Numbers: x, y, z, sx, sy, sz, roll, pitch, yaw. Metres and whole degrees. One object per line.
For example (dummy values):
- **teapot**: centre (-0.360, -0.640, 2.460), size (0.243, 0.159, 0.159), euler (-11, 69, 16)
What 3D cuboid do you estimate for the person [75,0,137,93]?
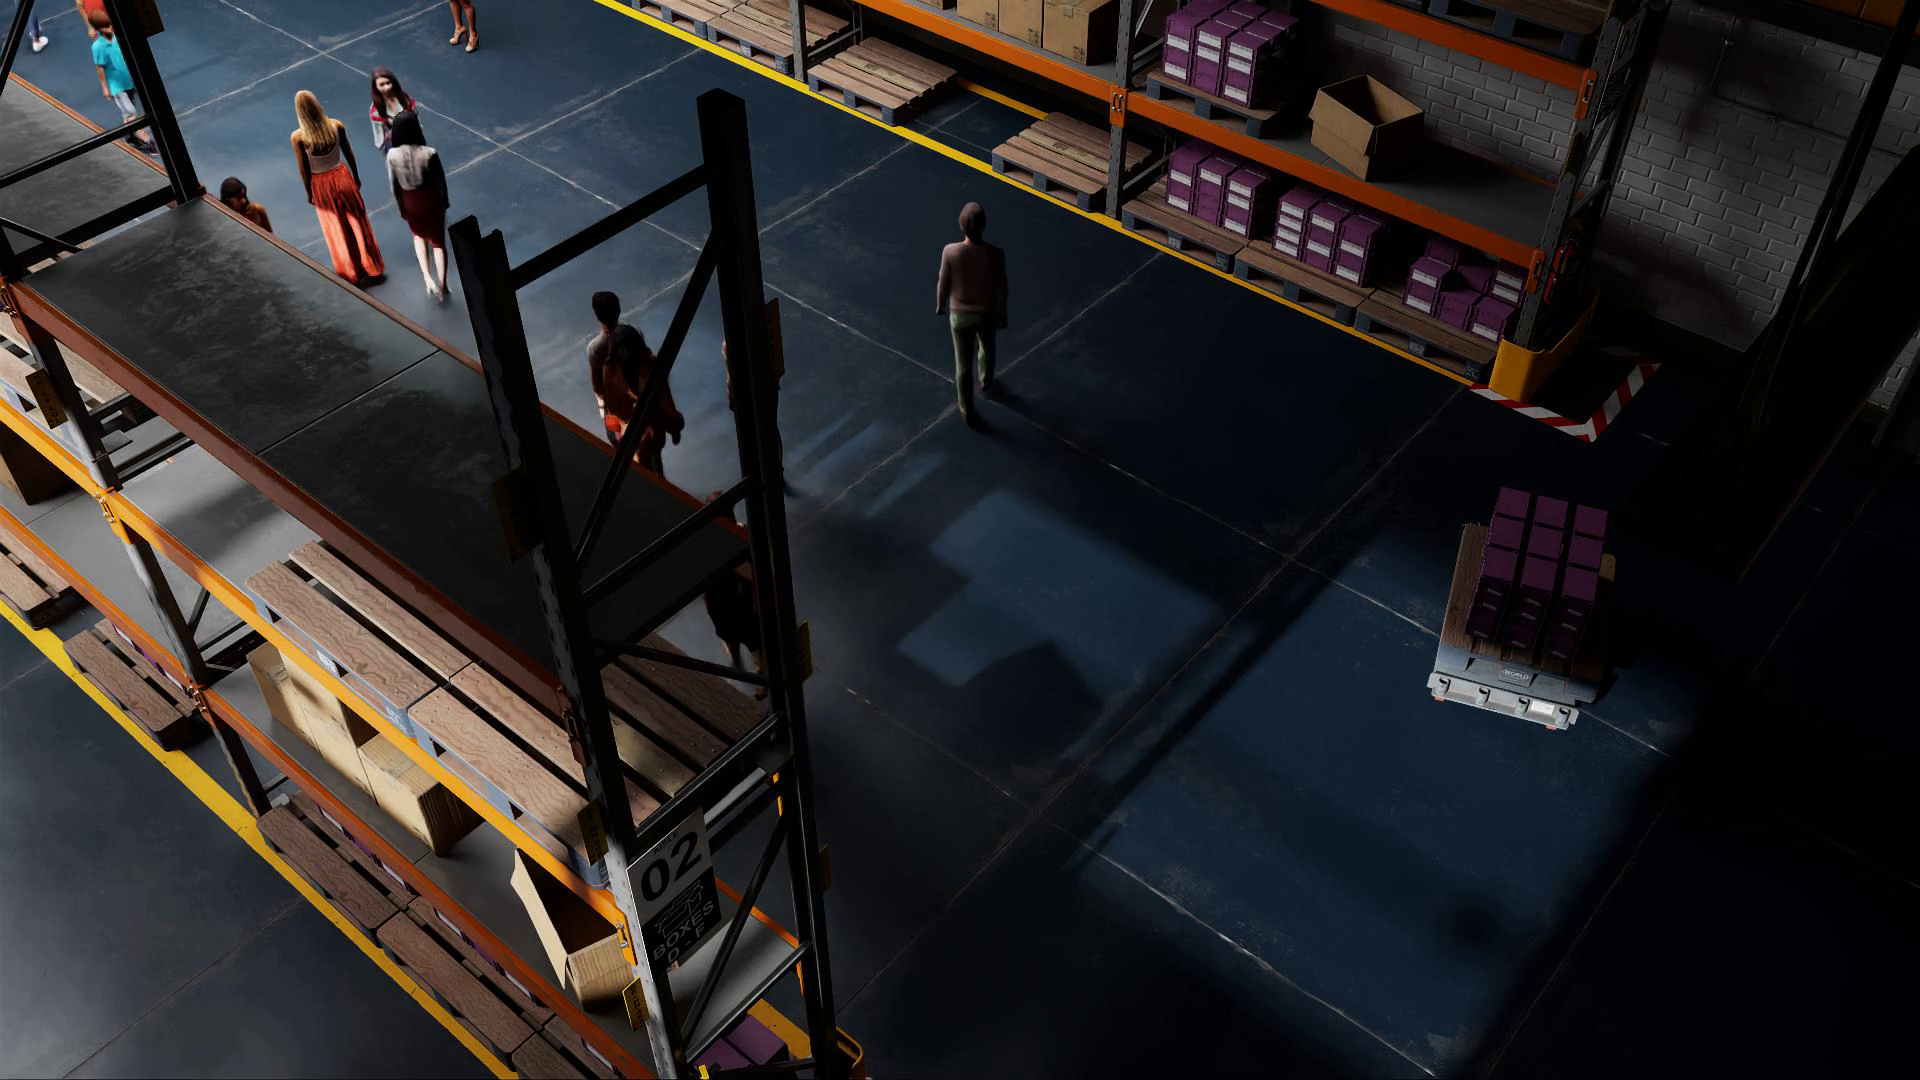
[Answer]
- **person**: centre (-8.480, -5.187, 16.462), size (0.514, 1.721, 0.570), euler (29, 51, 27)

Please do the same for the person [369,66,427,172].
- **person**: centre (-4.949, -3.469, 14.748), size (0.705, 1.598, 0.894), euler (-28, 50, -26)

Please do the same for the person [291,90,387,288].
- **person**: centre (-5.298, -2.965, 14.070), size (0.692, 1.802, 0.669), euler (-25, 49, -24)

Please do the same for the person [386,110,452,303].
- **person**: centre (-4.458, -2.707, 13.845), size (0.710, 1.740, 0.768), euler (-5, 44, -5)

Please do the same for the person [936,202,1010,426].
- **person**: centre (0.102, -1.662, 12.667), size (1.023, 1.852, 1.076), euler (-3, 44, -3)

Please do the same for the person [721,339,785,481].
- **person**: centre (-1.492, -1.052, 12.068), size (0.646, 1.793, 0.633), euler (-25, 49, -24)

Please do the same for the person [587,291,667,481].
- **person**: centre (-2.422, -1.042, 12.133), size (0.863, 1.690, 1.186), euler (-22, 48, -21)

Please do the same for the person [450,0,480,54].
- **person**: centre (-5.274, -5.880, 17.248), size (0.551, 1.639, 0.623), euler (33, 53, 30)

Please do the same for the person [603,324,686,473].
- **person**: centre (-2.286, -0.869, 11.958), size (1.121, 1.680, 1.278), euler (-12, 45, -12)

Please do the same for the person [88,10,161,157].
- **person**: centre (-8.049, -4.368, 15.813), size (0.890, 1.429, 0.714), euler (11, 45, 12)

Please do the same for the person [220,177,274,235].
- **person**: centre (-5.665, -2.191, 13.358), size (0.834, 1.664, 0.573), euler (34, 53, 30)

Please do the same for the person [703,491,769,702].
- **person**: centre (-1.448, 0.382, 10.702), size (0.832, 1.604, 1.021), euler (-18, 47, -18)
